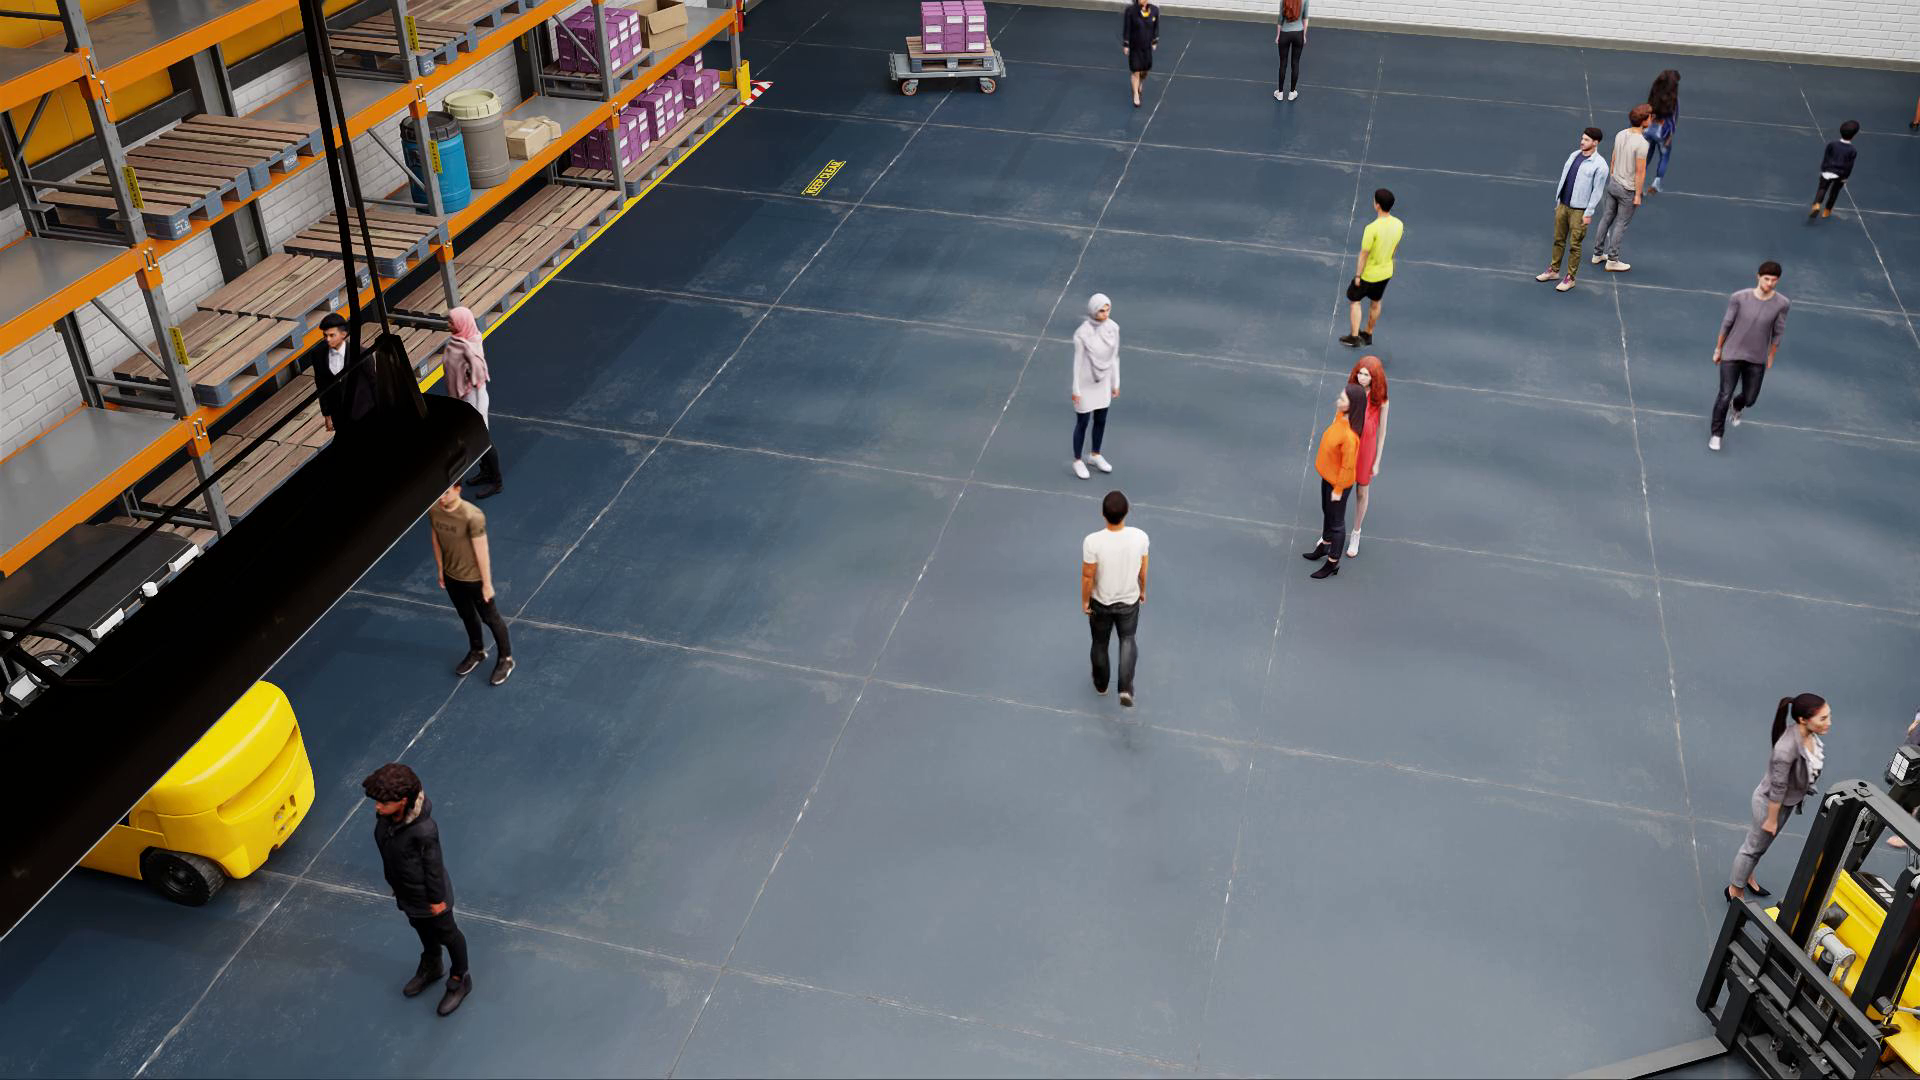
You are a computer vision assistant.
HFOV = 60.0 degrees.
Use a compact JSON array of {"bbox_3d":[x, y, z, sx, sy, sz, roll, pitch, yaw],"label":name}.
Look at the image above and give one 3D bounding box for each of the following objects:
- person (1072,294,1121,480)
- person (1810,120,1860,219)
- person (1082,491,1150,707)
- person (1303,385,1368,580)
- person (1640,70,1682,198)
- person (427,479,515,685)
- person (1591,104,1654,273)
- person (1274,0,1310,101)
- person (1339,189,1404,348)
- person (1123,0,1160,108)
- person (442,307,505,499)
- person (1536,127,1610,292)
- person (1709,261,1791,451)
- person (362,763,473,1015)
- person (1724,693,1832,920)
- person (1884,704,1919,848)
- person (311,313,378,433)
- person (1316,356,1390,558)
[{"bbox_3d":[1.192,-1.390,14.857,0.688,1.773,0.730,-14,36,-20],"label":"person"},{"bbox_3d":[10.470,-4.422,19.921,0.656,1.218,0.789,24,40,31],"label":"person"},{"bbox_3d":[1.135,0.466,12.044,0.833,1.796,0.998,-3,34,-4],"label":"person"},{"bbox_3d":[3.075,-0.493,13.531,0.733,1.748,0.583,0,34,0],"label":"person"},{"bbox_3d":[8.493,-4.946,20.359,0.839,1.606,0.782,-24,40,-31],"label":"person"},{"bbox_3d":[-3.650,0.236,12.345,0.689,1.846,0.613,15,36,21],"label":"person"},{"bbox_3d":[7.422,-3.948,18.592,0.798,1.898,0.703,-12,36,-18],"label":"person"},{"bbox_3d":[4.674,-7.086,23.455,0.598,1.742,0.575,4,34,6],"label":"person"},{"bbox_3d":[4.271,-2.745,16.961,0.762,1.702,0.801,-13,36,-19],"label":"person"},{"bbox_3d":[2.503,-6.934,23.299,0.836,1.661,0.873,-6,34,-8],"label":"person"},{"bbox_3d":[-4.263,-1.218,14.571,0.796,1.803,0.736,-18,37,-24],"label":"person"},{"bbox_3d":[6.739,-3.641,18.209,0.813,1.812,0.747,-17,37,-24],"label":"person"},{"bbox_3d":[7.227,-1.740,15.327,0.731,1.836,0.880,12,36,18],"label":"person"},{"bbox_3d":[-3.163,2.004,9.751,0.678,1.774,0.665,19,38,26],"label":"person"},{"bbox_3d":[5.103,1.632,10.396,0.774,1.679,0.672,25,41,33],"label":"person"},{"bbox_3d":[6.479,1.274,10.857,0.805,1.764,0.734,-15,36,-21],"label":"person"},{"bbox_3d":[-5.215,-1.108,14.336,0.745,1.881,0.626,2,34,3],"label":"person"},{"bbox_3d":[3.272,-0.706,13.779,0.647,1.828,0.600,19,38,26],"label":"person"}]
